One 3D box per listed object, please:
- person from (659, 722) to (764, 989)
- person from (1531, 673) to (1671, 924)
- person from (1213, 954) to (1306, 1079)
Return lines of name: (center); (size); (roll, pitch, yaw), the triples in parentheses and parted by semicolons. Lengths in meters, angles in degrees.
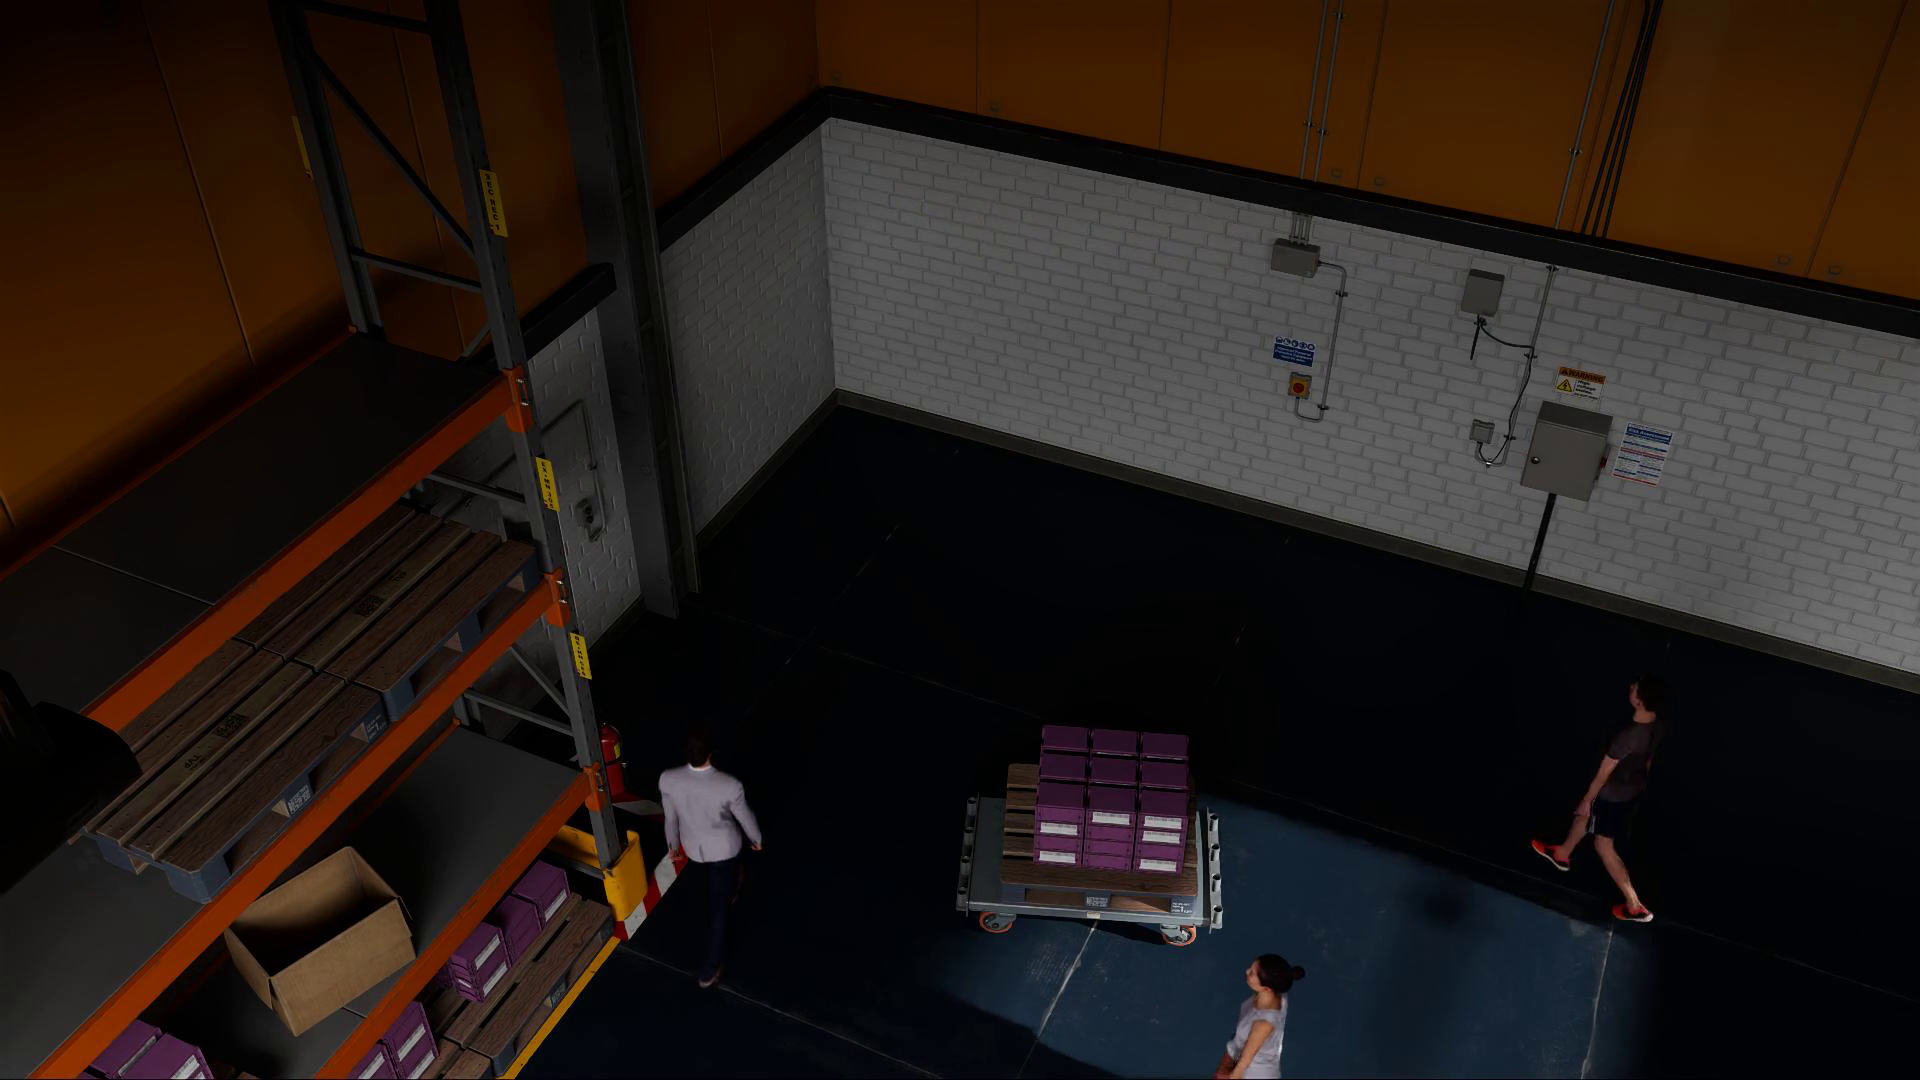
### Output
person: (-1.508, 1.879, 9.894); (0.881, 1.805, 1.276); (8, 39, 10)
person: (4.099, 1.600, 10.230); (1.192, 1.820, 1.075); (-26, 45, -29)
person: (1.664, 2.811, 8.908); (0.787, 1.578, 1.029); (9, 39, 11)
